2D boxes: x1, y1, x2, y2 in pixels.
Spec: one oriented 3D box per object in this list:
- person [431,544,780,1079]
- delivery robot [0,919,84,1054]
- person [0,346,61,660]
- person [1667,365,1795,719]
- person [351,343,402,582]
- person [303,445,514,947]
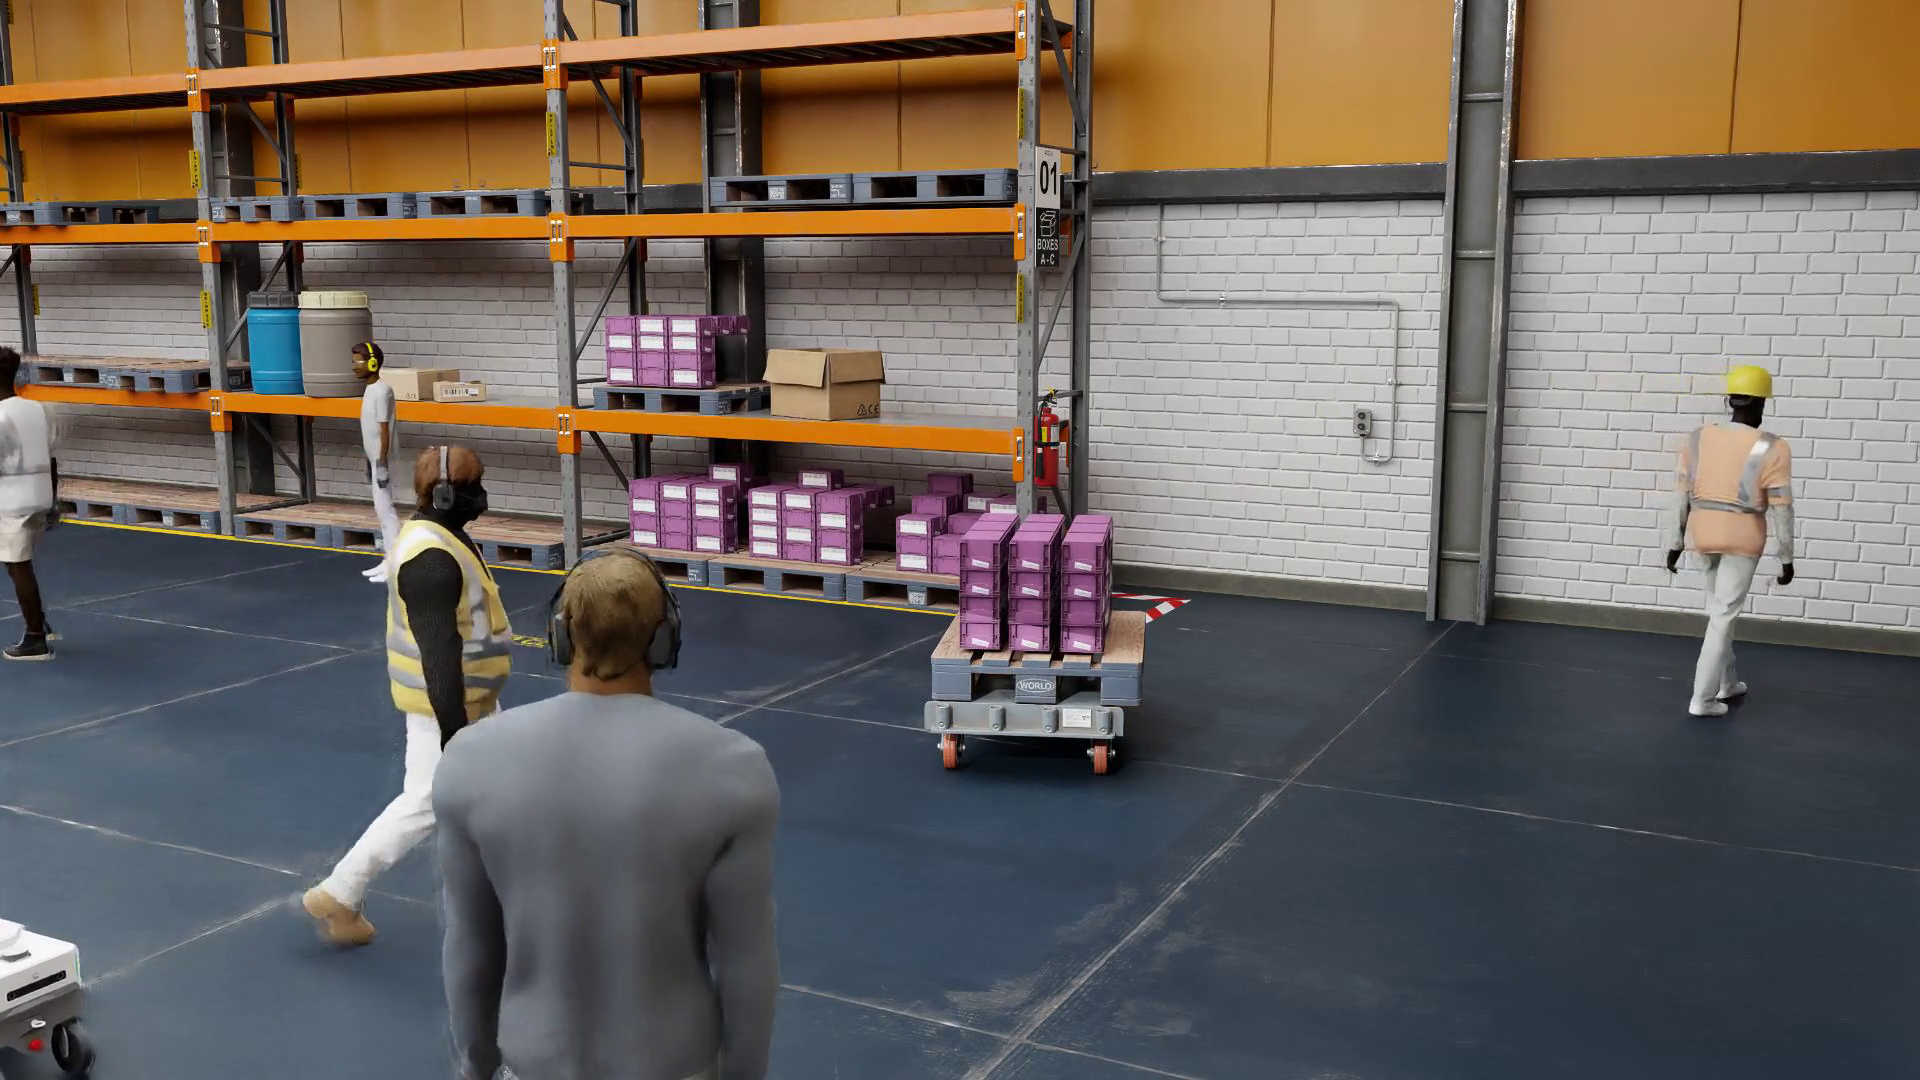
[{"bbox_3d":[-0.632,0.974,3.018,0.625,1.918,0.664,-1,9,-4],"label":"person"},{"bbox_3d":[-2.976,1.292,4.963,0.707,0.478,0.477,5,10,26],"label":"delivery robot"},{"bbox_3d":[-5.871,-0.217,10.245,0.505,1.951,0.634,1,9,7],"label":"person"},{"bbox_3d":[4.248,0.006,9.021,0.812,1.897,0.623,-6,11,-32],"label":"person"},{"bbox_3d":[-4.525,-0.605,12.950,0.318,1.860,0.511,-5,10,-28],"label":"person"},{"bbox_3d":[-1.898,0.559,5.941,0.880,1.814,0.639,-2,9,-11],"label":"person"}]
